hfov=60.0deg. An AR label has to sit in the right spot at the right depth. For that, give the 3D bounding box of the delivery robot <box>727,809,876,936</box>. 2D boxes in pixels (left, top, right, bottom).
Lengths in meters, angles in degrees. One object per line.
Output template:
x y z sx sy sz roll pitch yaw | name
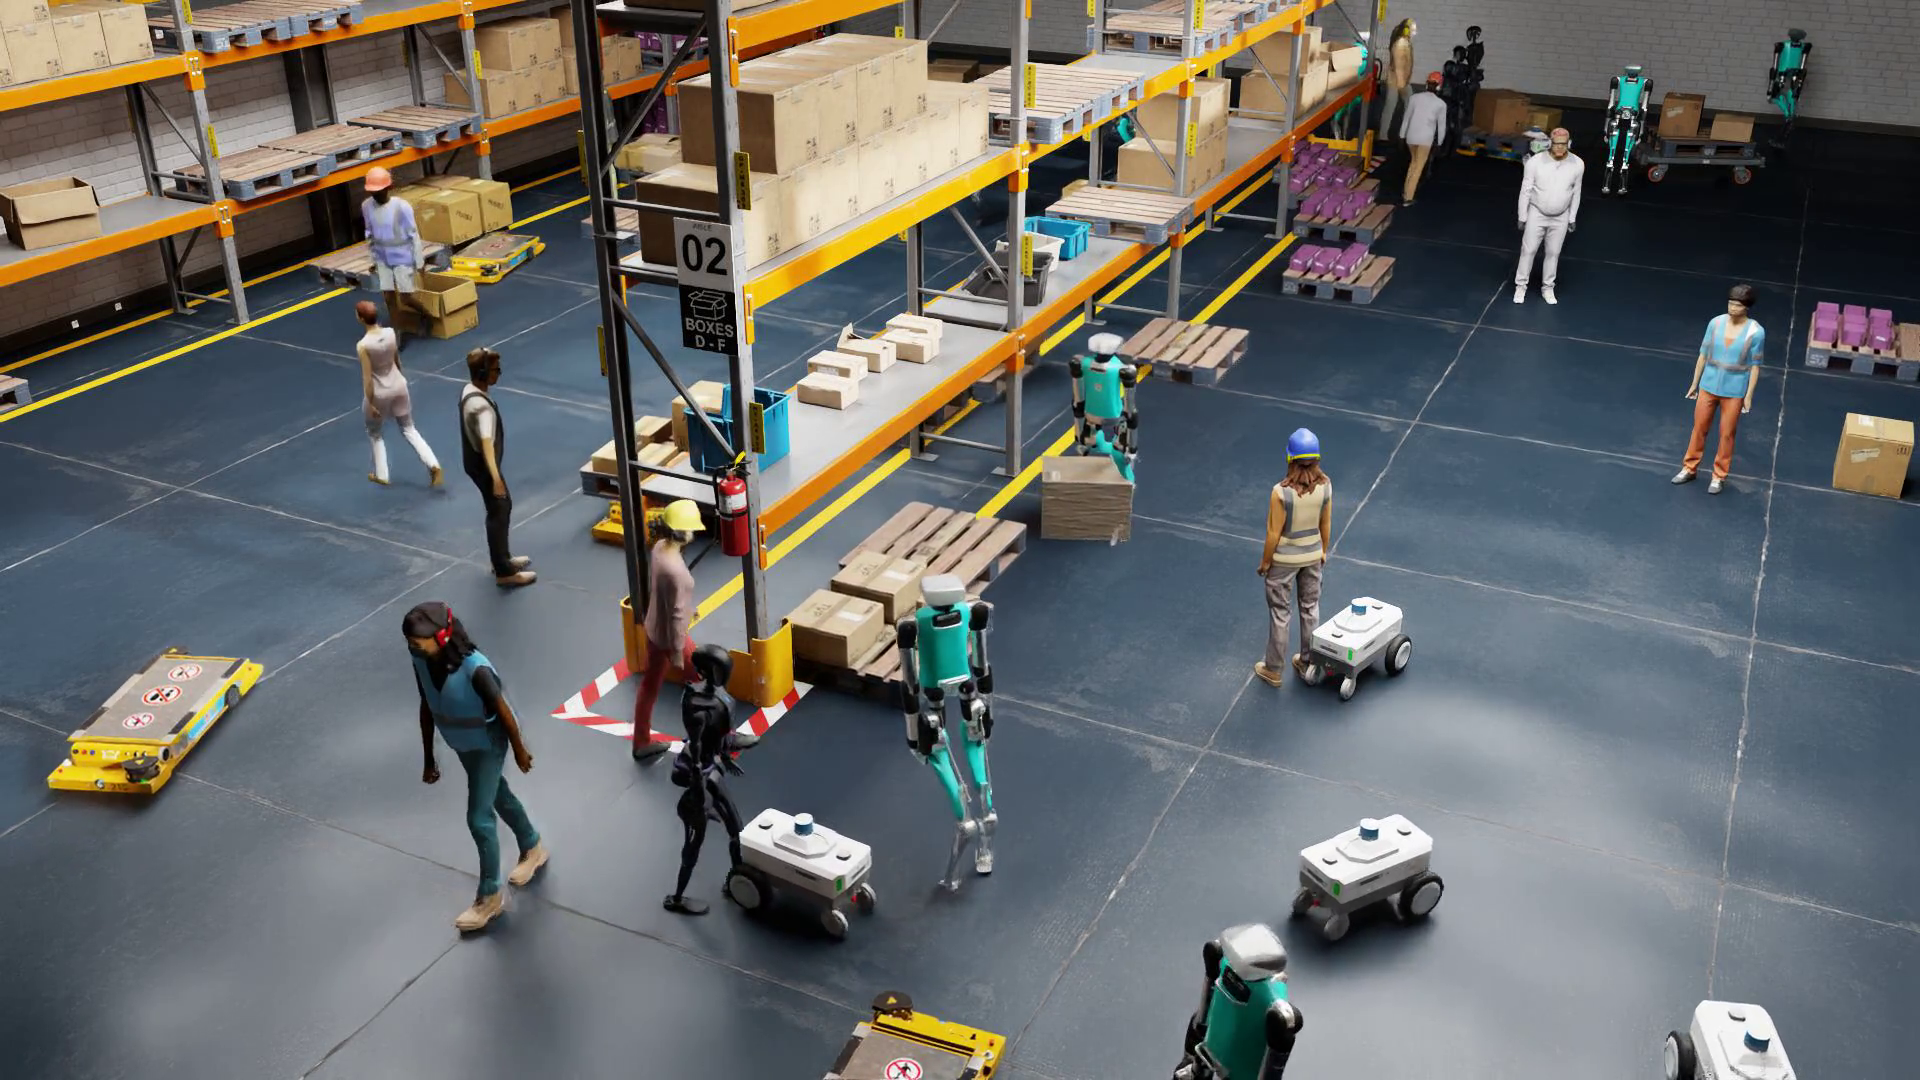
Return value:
-0.847 1.746 8.951 0.818 0.614 0.499 15 30 28 | delivery robot

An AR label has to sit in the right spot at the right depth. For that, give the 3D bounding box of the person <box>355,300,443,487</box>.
-4.648 -1.176 13.610 0.747 1.625 0.448 18 32 32 | person

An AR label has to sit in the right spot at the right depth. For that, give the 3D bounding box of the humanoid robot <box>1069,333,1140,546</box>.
1.193 -0.806 12.779 0.534 1.775 0.843 14 29 25 | humanoid robot

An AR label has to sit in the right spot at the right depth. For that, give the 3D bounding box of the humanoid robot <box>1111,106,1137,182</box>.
2.422 -5.754 22.792 1.042 1.762 0.544 -22 34 -37 | humanoid robot

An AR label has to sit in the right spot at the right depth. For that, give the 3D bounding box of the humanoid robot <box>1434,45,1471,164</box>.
7.031 -6.223 23.762 0.616 1.653 0.304 -14 30 -26 | humanoid robot

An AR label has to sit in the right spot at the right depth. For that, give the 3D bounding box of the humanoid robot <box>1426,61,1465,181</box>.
6.638 -5.779 22.912 0.601 1.626 0.727 3 26 6 | humanoid robot

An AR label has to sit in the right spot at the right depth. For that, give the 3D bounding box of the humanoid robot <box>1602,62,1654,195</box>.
8.675 -5.349 21.774 0.533 1.681 0.735 12 29 22 | humanoid robot

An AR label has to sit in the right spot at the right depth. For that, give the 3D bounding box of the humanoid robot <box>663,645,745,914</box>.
-1.331 1.235 8.714 0.546 1.628 0.594 3 26 6 | humanoid robot

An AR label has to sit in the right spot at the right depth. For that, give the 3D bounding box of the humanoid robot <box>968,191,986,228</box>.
0.185 -4.757 20.806 0.456 1.641 0.611 -18 32 -33 | humanoid robot

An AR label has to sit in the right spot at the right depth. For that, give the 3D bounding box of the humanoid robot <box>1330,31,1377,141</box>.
5.696 -6.633 24.588 0.567 1.792 0.814 -14 29 -25 | humanoid robot

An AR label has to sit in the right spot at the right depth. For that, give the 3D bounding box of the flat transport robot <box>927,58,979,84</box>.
-0.097 -6.633 26.176 1.431 0.231 0.659 7 27 13 | flat transport robot

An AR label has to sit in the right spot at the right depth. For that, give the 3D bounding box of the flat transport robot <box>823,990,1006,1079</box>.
-0.338 2.623 7.479 0.659 0.231 1.431 10 28 19 | flat transport robot

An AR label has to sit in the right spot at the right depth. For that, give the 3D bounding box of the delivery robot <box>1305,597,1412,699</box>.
2.650 0.671 11.106 0.499 0.599 0.784 22 34 37 | delivery robot

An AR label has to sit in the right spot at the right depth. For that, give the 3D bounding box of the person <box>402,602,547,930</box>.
-2.586 1.135 8.727 0.546 1.817 0.863 16 31 30 | person

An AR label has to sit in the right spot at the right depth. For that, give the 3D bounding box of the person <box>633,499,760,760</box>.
-1.656 0.544 10.031 0.840 1.713 0.550 -10 28 -20 | person

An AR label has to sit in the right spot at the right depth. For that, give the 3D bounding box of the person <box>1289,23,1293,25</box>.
5.357 -8.307 27.696 0.471 1.915 0.576 13 29 25 | person

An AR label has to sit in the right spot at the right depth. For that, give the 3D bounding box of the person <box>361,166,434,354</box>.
-5.634 -2.819 16.622 0.590 1.911 0.586 7 27 13 | person

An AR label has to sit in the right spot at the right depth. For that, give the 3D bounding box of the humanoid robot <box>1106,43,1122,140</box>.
2.347 -6.867 25.070 0.357 1.651 0.586 0 26 1 | humanoid robot

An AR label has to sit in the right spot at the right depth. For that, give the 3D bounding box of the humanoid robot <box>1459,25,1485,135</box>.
7.847 -6.972 25.299 0.446 1.642 0.611 9 28 17 | humanoid robot

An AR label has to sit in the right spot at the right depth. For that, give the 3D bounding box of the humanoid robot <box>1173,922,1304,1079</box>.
0.857 2.330 6.466 0.777 1.809 0.537 -12 29 -22 | humanoid robot

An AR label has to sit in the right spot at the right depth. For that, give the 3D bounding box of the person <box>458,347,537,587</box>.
-3.385 -0.513 12.058 0.400 1.833 0.527 -9 28 -18 | person

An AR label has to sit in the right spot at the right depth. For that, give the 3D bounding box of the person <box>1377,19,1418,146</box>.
6.604 -6.742 24.609 0.753 1.848 0.569 20 32 34 | person

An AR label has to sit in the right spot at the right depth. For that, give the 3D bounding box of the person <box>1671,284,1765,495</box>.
6.230 -1.234 13.583 0.507 1.763 0.303 22 34 38 | person

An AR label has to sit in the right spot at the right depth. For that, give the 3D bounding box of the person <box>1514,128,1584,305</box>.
6.358 -3.492 17.988 0.650 1.906 0.413 2 26 4 | person

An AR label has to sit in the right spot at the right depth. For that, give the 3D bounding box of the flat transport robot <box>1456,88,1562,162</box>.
8.043 -5.671 24.233 1.431 0.231 0.659 21 33 36 | flat transport robot

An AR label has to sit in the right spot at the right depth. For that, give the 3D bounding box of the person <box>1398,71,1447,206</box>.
6.059 -5.242 21.732 0.558 1.709 0.578 -23 35 -39 | person

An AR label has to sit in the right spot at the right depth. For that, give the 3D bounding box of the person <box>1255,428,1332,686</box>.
2.172 0.113 10.847 0.479 1.776 0.323 -8 28 -16 | person

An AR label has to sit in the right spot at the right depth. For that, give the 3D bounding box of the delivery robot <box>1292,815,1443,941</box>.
2.181 1.766 8.909 0.817 0.614 0.499 -14 30 -26 | delivery robot

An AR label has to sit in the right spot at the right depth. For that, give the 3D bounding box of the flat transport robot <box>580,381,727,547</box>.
-2.327 -0.343 13.471 0.659 0.231 1.431 9 28 17 | flat transport robot

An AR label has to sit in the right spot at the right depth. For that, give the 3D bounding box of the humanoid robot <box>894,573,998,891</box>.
0.019 1.106 8.908 0.531 1.784 0.774 -12 29 -23 | humanoid robot

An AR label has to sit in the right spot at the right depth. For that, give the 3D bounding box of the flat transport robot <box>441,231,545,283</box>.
-5.458 -3.310 19.464 0.659 0.231 1.431 5 27 10 | flat transport robot

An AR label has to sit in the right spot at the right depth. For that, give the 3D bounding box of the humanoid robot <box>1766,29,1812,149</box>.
12.123 -6.516 24.300 0.542 1.775 0.911 -1 26 -3 | humanoid robot

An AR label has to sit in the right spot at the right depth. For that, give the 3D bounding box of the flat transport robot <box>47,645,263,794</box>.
-5.059 1.117 10.521 0.659 0.231 1.431 2 26 5 | flat transport robot

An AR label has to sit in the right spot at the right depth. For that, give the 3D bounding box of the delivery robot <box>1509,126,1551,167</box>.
8.227 -5.633 23.807 0.504 0.570 0.742 -6 27 -13 | delivery robot

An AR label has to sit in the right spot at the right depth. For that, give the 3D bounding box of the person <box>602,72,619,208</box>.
-4.565 -5.104 21.311 0.380 1.844 0.568 -3 26 -6 | person

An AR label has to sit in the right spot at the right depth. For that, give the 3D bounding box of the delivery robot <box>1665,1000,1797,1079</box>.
3.548 2.445 7.526 0.499 0.602 0.805 4 27 7 | delivery robot
